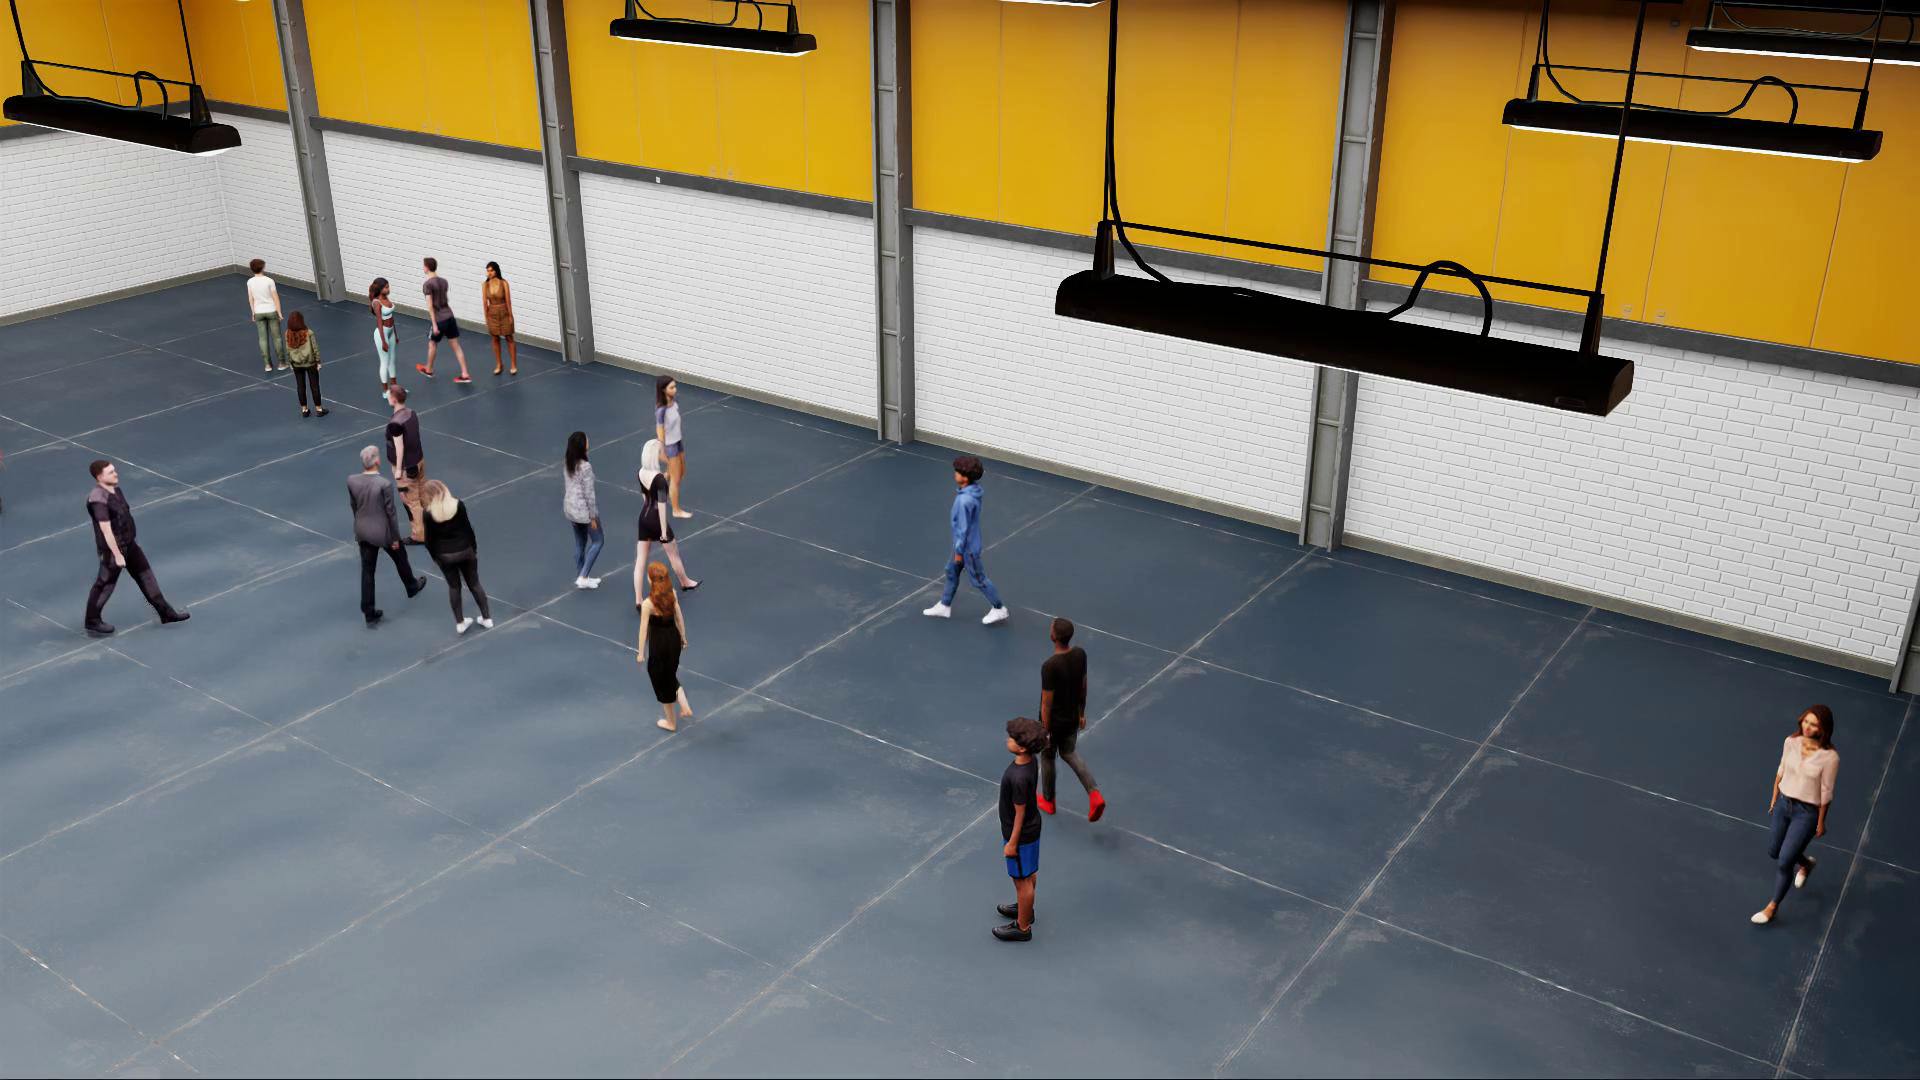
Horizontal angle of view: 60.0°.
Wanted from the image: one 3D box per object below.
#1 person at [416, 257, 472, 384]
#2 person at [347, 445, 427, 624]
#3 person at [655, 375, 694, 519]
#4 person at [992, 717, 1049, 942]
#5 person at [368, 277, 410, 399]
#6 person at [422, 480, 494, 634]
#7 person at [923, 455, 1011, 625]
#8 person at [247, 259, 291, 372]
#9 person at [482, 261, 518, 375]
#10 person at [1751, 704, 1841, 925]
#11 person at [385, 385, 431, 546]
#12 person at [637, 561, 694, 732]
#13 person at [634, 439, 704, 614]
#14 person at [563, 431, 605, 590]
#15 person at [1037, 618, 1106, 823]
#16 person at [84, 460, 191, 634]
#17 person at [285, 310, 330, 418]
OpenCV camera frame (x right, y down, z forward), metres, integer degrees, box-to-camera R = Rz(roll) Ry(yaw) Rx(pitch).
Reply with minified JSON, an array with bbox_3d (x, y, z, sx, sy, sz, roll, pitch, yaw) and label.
[{"bbox_3d":[-7.310,-3.078,23.710,1.238,1.791,0.779,11,26,24],"label":"person"},{"bbox_3d":[-5.904,-0.029,16.734,1.246,1.791,1.116,5,24,10],"label":"person"},{"bbox_3d":[-3.418,-1.084,19.235,0.921,1.722,0.769,6,24,13],"label":"person"},{"bbox_3d":[0.447,2.056,11.949,0.722,1.804,0.696,4,24,10],"label":"person"},{"bbox_3d":[-8.024,-2.829,23.223,0.660,1.725,0.645,4,24,8],"label":"person"},{"bbox_3d":[-5.015,0.210,16.378,0.785,1.639,0.794,-4,24,-9],"label":"person"},{"bbox_3d":[0.152,0.034,16.605,1.238,1.779,1.044,2,24,5],"label":"person"},{"bbox_3d":[-10.187,-3.312,24.418,0.658,1.653,0.725,-3,24,-7],"label":"person"},{"bbox_3d":[-6.692,-3.242,24.218,0.623,1.685,0.709,1,24,1],"label":"person"},{"bbox_3d":[6.192,1.975,12.174,0.925,1.772,0.999,-13,27,-27],"label":"person"},{"bbox_3d":[-6.150,-0.856,18.565,0.775,1.841,0.775,2,24,4],"label":"person"},{"bbox_3d":[-2.546,0.973,14.666,0.644,1.612,0.618,13,27,28],"label":"person"},{"bbox_3d":[-3.173,-0.098,16.893,0.995,1.790,0.659,13,27,27],"label":"person"},{"bbox_3d":[-4.034,-0.266,17.377,0.612,1.711,0.696,20,31,38],"label":"person"},{"bbox_3d":[0.865,1.482,13.283,0.797,1.786,1.079,-19,30,-37],"label":"person"},{"bbox_3d":[-8.421,0.101,16.426,1.324,1.801,1.224,-2,24,-5],"label":"person"},{"bbox_3d":[-8.883,-2.391,22.532,0.623,1.475,0.716,0,24,-1],"label":"person"}]
